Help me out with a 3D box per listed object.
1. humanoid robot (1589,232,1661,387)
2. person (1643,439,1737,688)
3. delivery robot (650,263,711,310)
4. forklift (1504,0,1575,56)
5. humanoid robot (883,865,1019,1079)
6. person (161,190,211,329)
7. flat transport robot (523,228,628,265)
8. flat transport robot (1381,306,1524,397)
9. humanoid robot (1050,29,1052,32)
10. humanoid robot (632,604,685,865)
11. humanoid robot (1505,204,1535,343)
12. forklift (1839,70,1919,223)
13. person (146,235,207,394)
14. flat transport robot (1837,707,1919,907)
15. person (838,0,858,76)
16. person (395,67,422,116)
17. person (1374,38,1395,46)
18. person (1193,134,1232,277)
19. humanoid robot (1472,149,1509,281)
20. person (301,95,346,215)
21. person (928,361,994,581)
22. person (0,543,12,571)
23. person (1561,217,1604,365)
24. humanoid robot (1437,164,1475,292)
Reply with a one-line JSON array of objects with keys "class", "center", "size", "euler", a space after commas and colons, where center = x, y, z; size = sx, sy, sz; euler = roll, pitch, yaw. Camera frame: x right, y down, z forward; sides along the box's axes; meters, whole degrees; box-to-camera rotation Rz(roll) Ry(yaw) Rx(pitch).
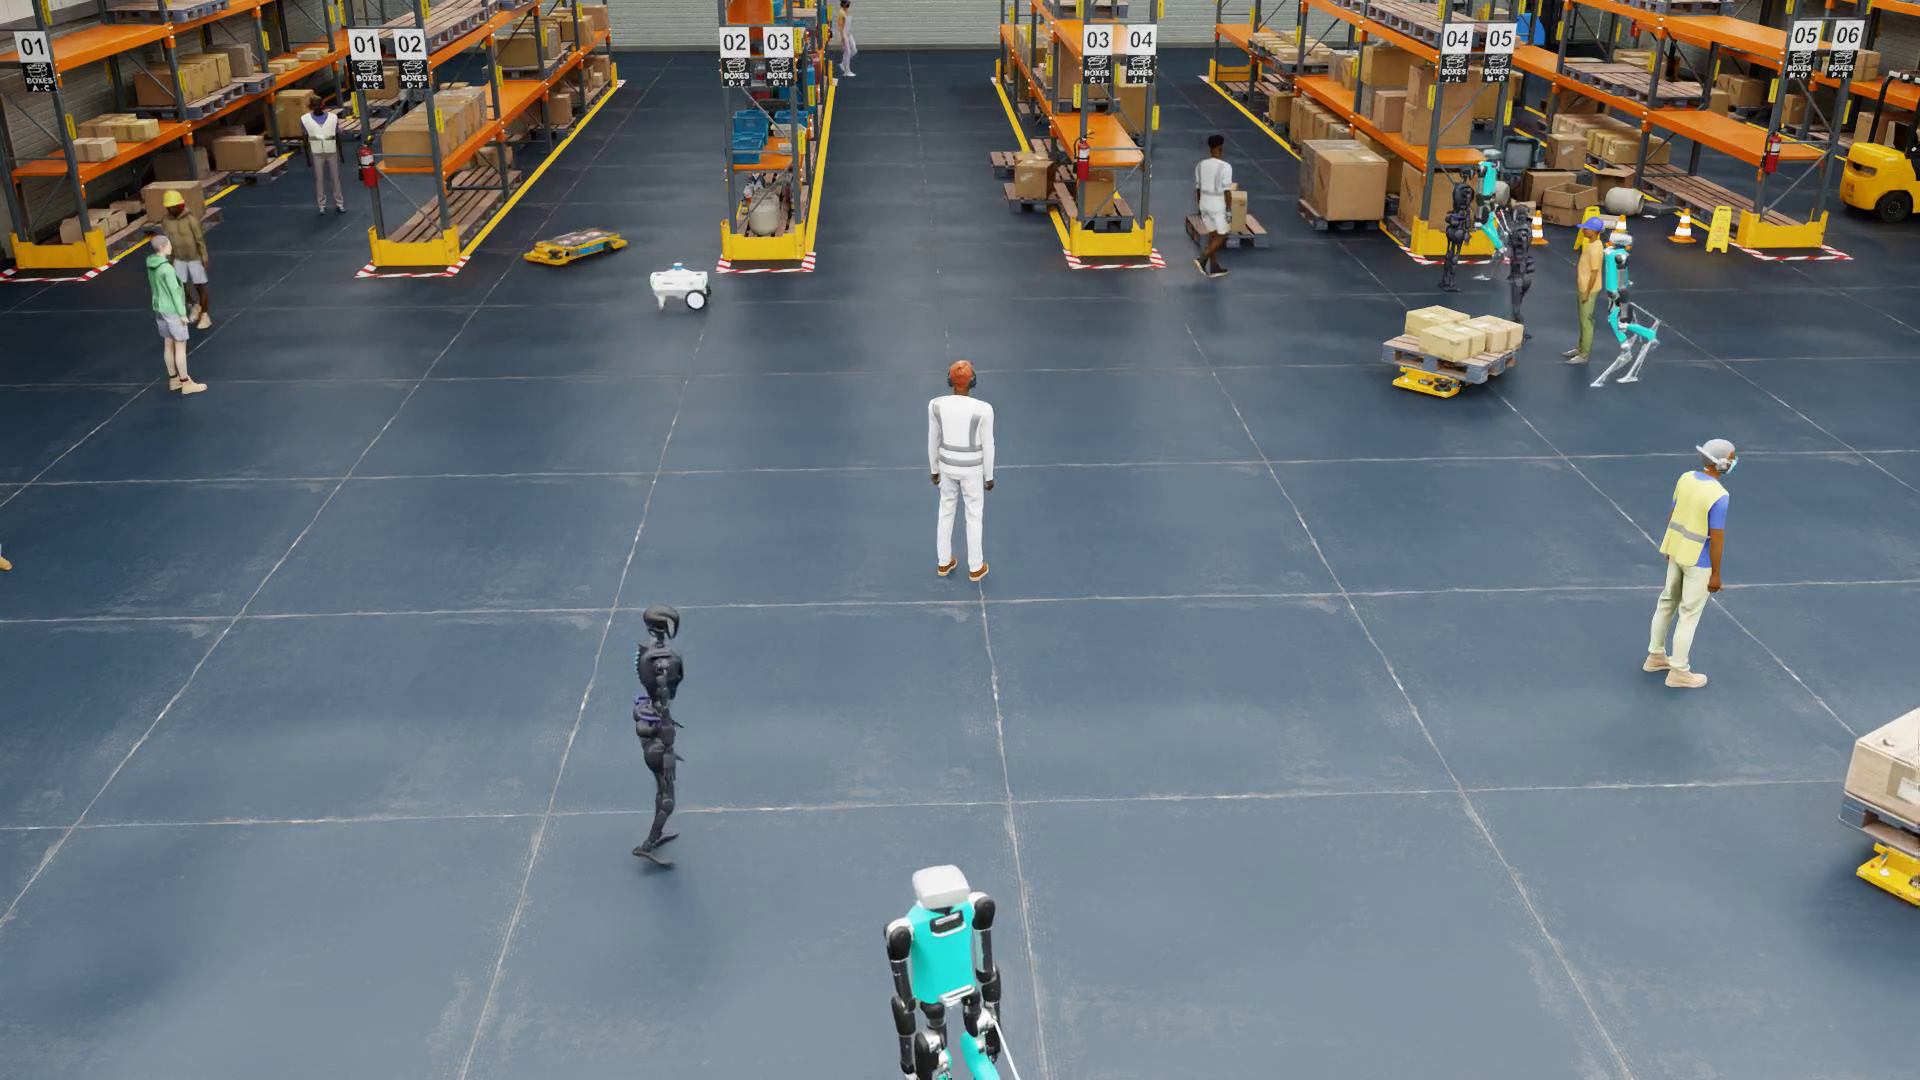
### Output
[{"class": "humanoid robot", "center": [7.367, -2.474, 18.233], "size": [0.889, 1.777, 0.560], "euler": [2, 24, 4]}, {"class": "person", "center": [5.319, 0.162, 12.114], "size": [0.379, 1.891, 0.543], "euler": [-6, 25, -13]}, {"class": "delivery robot", "center": [-3.586, -3.267, 21.480], "size": [0.780, 0.609, 0.499], "euler": [-1, 24, -1]}, {"class": "forklift", "center": [14.700, -13.805, 42.301], "size": [1.873, 2.768, 1.129], "euler": [-1, 24, -2]}, {"class": "humanoid robot", "center": [0.031, 2.335, 7.422], "size": [0.537, 1.726, 0.993], "euler": [-13, 27, -26]}, {"class": "person", "center": [-9.475, -3.427, 20.365], "size": [0.546, 1.743, 0.436], "euler": [-1, 24, -2]}, {"class": "flat transport robot", "center": [-5.538, -4.233, 23.984], "size": [0.659, 0.231, 1.431], "euler": [15, 28, 30]}, {"class": "flat transport robot", "center": [5.531, -1.919, 18.784], "size": [0.659, 0.231, 1.431], "euler": [20, 31, 38]}, {"class": "humanoid robot", "center": [2.476, -12.689, 41.323], "size": [0.551, 1.903, 0.739], "euler": [-16, 28, -31]}, {"class": "humanoid robot", "center": [-1.858, 1.165, 10.127], "size": [0.410, 1.642, 0.585], "euler": [-6, 25, -13]}, {"class": "humanoid robot", "center": [6.732, -3.197, 19.924], "size": [0.419, 1.638, 0.602], "euler": [2, 24, 4]}, {"class": "forklift", "center": [15.132, -6.143, 25.915], "size": [2.313, 2.155, 1.214], "euler": [-1, 24, -2]}, {"class": "person", "center": [-8.640, -2.468, 18.204], "size": [0.482, 1.741, 0.313], "euler": [18, 29, 34]}, {"class": "flat transport robot", "center": [6.204, 1.915, 10.169], "size": [1.431, 0.231, 0.659], "euler": [-15, 28, -31]}, {"class": "person", "center": [-2.655, -11.866, 39.207], "size": [0.421, 1.833, 0.549], "euler": [11, 26, 23]}, {"class": "person", "center": [-10.880, -8.965, 32.912], "size": [0.545, 1.647, 0.790], "euler": [-1, 24, -2]}, {"class": "person", "center": [10.695, -12.877, 41.560], "size": [0.724, 1.774, 0.597], "euler": [-4, 24, -10]}, {"class": "person", "center": [3.415, -4.497, 22.528], "size": [0.593, 1.932, 0.658], "euler": [-17, 29, -33]}, {"class": "humanoid robot", "center": [7.242, -4.306, 22.433], "size": [0.662, 1.871, 0.542], "euler": [16, 29, 32]}, {"class": "person", "center": [-10.003, -6.067, 26.165], "size": [0.569, 1.843, 0.373], "euler": [-12, 27, -25]}, {"class": "person", "center": [0.008, -0.572, 13.790], "size": [0.572, 1.878, 0.340], "euler": [9, 26, 20]}, {"class": "person", "center": [-8.318, -0.583, 13.801], "size": [0.377, 1.890, 0.570], "euler": [21, 31, 39]}, {"class": "person", "center": [7.181, -2.869, 19.137], "size": [0.372, 1.717, 0.450], "euler": [7, 25, 15]}, {"class": "humanoid robot", "center": [6.616, -4.160, 22.071], "size": [0.315, 1.657, 0.599], "euler": [-1, 24, -2]}]
